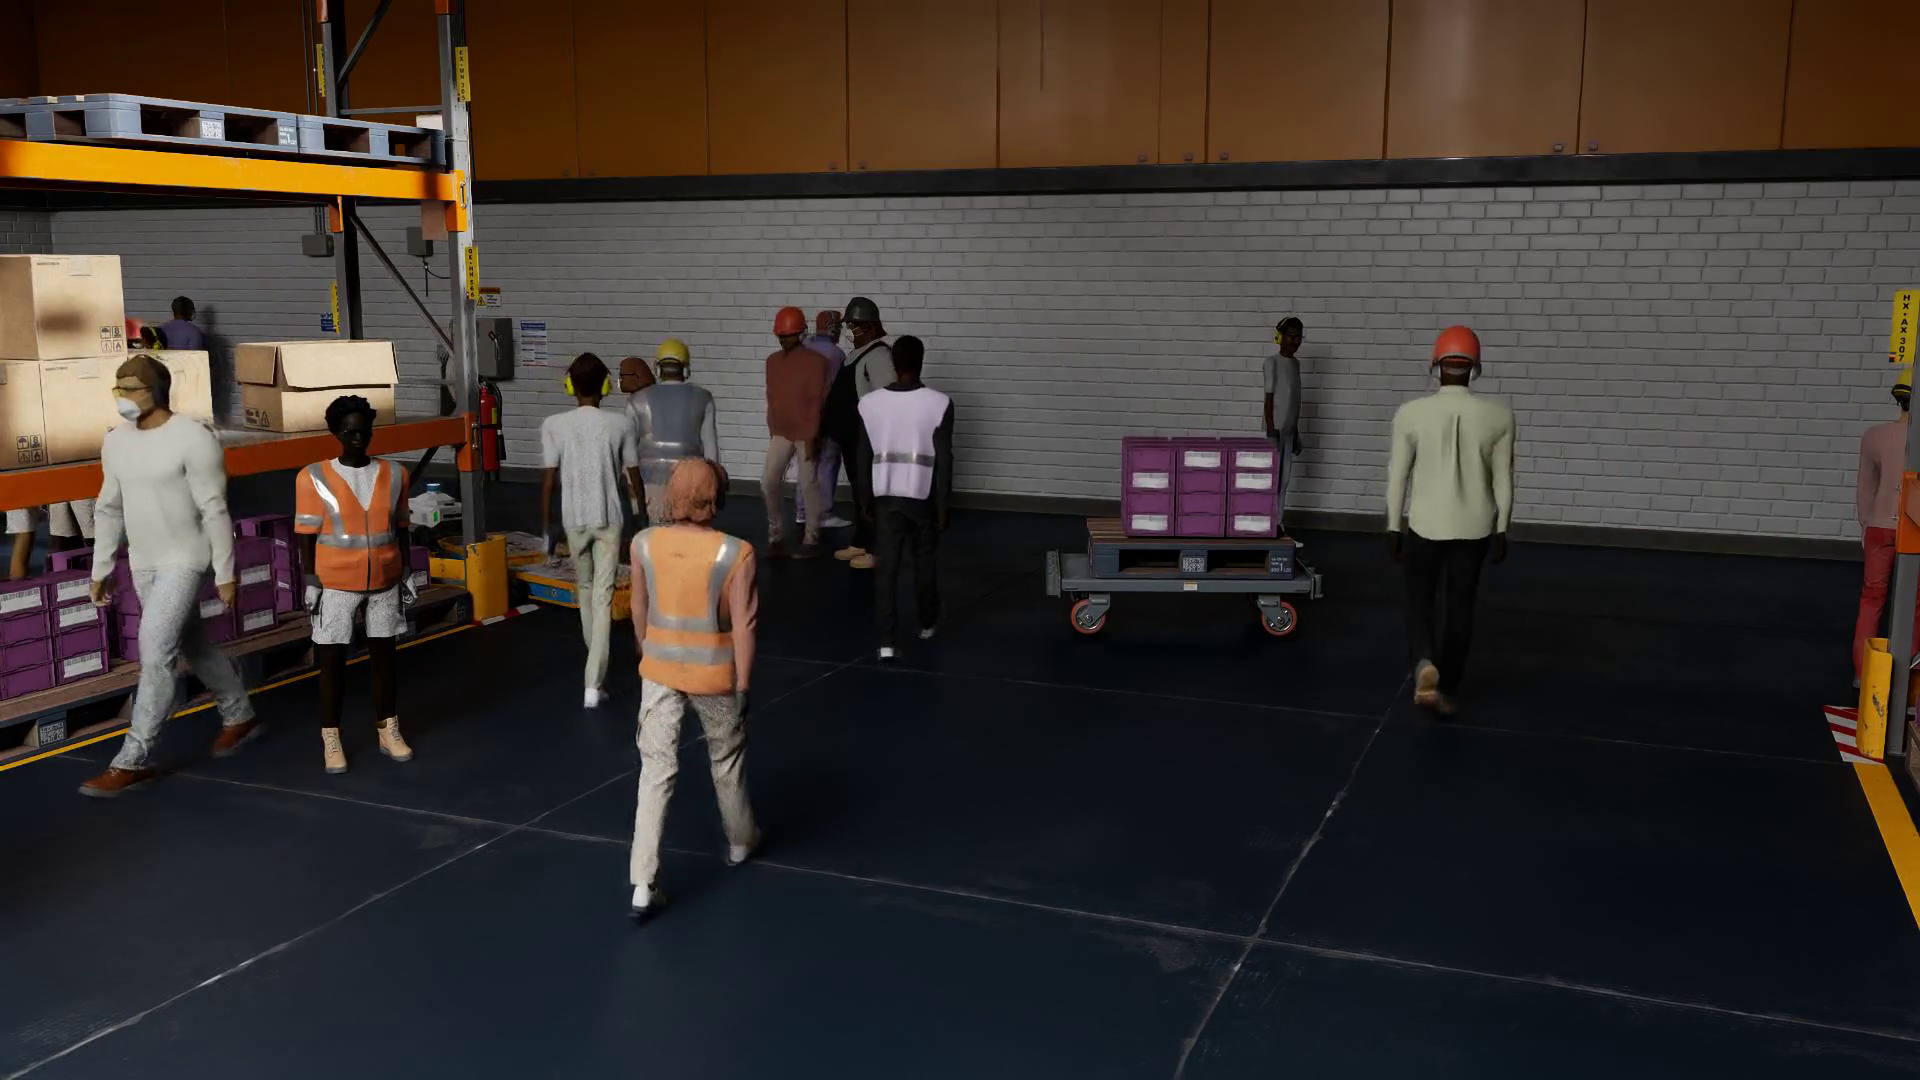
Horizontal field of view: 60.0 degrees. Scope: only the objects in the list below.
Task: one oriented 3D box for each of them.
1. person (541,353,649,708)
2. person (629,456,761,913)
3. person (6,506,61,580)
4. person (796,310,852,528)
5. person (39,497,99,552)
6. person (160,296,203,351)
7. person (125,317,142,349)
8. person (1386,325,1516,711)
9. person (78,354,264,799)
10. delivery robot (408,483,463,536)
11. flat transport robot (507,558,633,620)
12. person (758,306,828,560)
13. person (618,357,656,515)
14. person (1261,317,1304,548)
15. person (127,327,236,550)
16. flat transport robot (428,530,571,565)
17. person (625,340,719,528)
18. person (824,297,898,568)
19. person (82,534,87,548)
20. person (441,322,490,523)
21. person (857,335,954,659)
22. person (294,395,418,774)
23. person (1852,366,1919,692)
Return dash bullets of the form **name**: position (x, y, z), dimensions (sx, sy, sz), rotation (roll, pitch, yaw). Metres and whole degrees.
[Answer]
- **person**: position (-1.910, -0.072, 8.786), dimensions (0.535, 1.807, 1.004), rotation (0, 9, -2)
- **person**: position (-0.965, 0.497, 5.986), dimensions (0.527, 1.593, 0.882), rotation (2, 10, 11)
- **person**: position (-5.717, -0.369, 10.412), dimensions (0.546, 1.866, 1.027), rotation (-1, 9, -4)
- **person**: position (-1.174, -1.055, 14.507), dimensions (0.402, 1.894, 0.662), rotation (-8, 13, -42)
- **person**: position (-5.304, -0.348, 9.973), dimensions (0.608, 1.966, 0.365), rotation (4, 10, 23)
- **person**: position (-8.589, -1.730, 18.442), dimensions (0.629, 1.937, 0.379), rotation (5, 10, 26)
- **person**: position (-5.801, -0.635, 11.851), dimensions (0.599, 1.920, 0.545), rotation (-2, 10, -11)
- **person**: position (2.446, -0.076, 8.296), dimensions (0.619, 1.976, 0.643), rotation (2, 10, 11)
- **person**: position (-3.522, 0.120, 7.392), dimensions (0.650, 1.890, 1.019), rotation (5, 10, 25)
- **delivery robot**: position (-4.127, -0.201, 13.071), dimensions (0.477, 0.478, 0.707), rotation (-8, 12, -41)
- **flat transport robot**: position (-2.483, 0.304, 11.152), dimensions (1.431, 0.197, 0.652), rotation (8, 12, 40)
- **person**: position (-1.303, -0.799, 12.741), dimensions (0.606, 1.959, 0.656), rotation (5, 11, 29)
- **person**: position (-2.264, -0.463, 11.678), dimensions (0.284, 1.633, 0.500), rotation (-3, 10, -16)
- **person**: position (2.583, -0.839, 13.270), dimensions (0.332, 1.865, 0.520), rotation (7, 12, 37)
- **person**: position (-6.103, -0.741, 12.863), dimensions (1.018, 1.810, 0.493), rotation (-9, 13, -43)
- **flat transport robot**: position (-3.383, 0.115, 12.294), dimensions (0.652, 0.197, 1.431), rotation (-7, 12, -37)
- **person**: position (-1.884, -0.407, 10.881), dimensions (0.622, 1.772, 0.905), rotation (-1, 9, -5)
- **person**: position (-0.761, -0.814, 12.575), dimensions (0.539, 2.000, 0.689), rotation (-3, 10, -20)
- **person**: position (-5.587, -0.440, 10.718), dimensions (0.666, 1.904, 0.597), rotation (-8, 12, -41)
- **person**: position (-4.308, -1.004, 14.364), dimensions (0.426, 1.827, 0.599), rotation (-5, 11, -30)
- **person**: position (-0.323, -0.260, 9.782), dimensions (0.607, 1.865, 1.064), rotation (2, 10, 11)
- **person**: position (-2.716, 0.191, 7.520), dimensions (0.530, 1.697, 0.321), rotation (-8, 12, -38)
- **person**: position (4.956, -0.040, 8.716), dimensions (0.310, 1.769, 0.525), rotation (-5, 11, -29)
